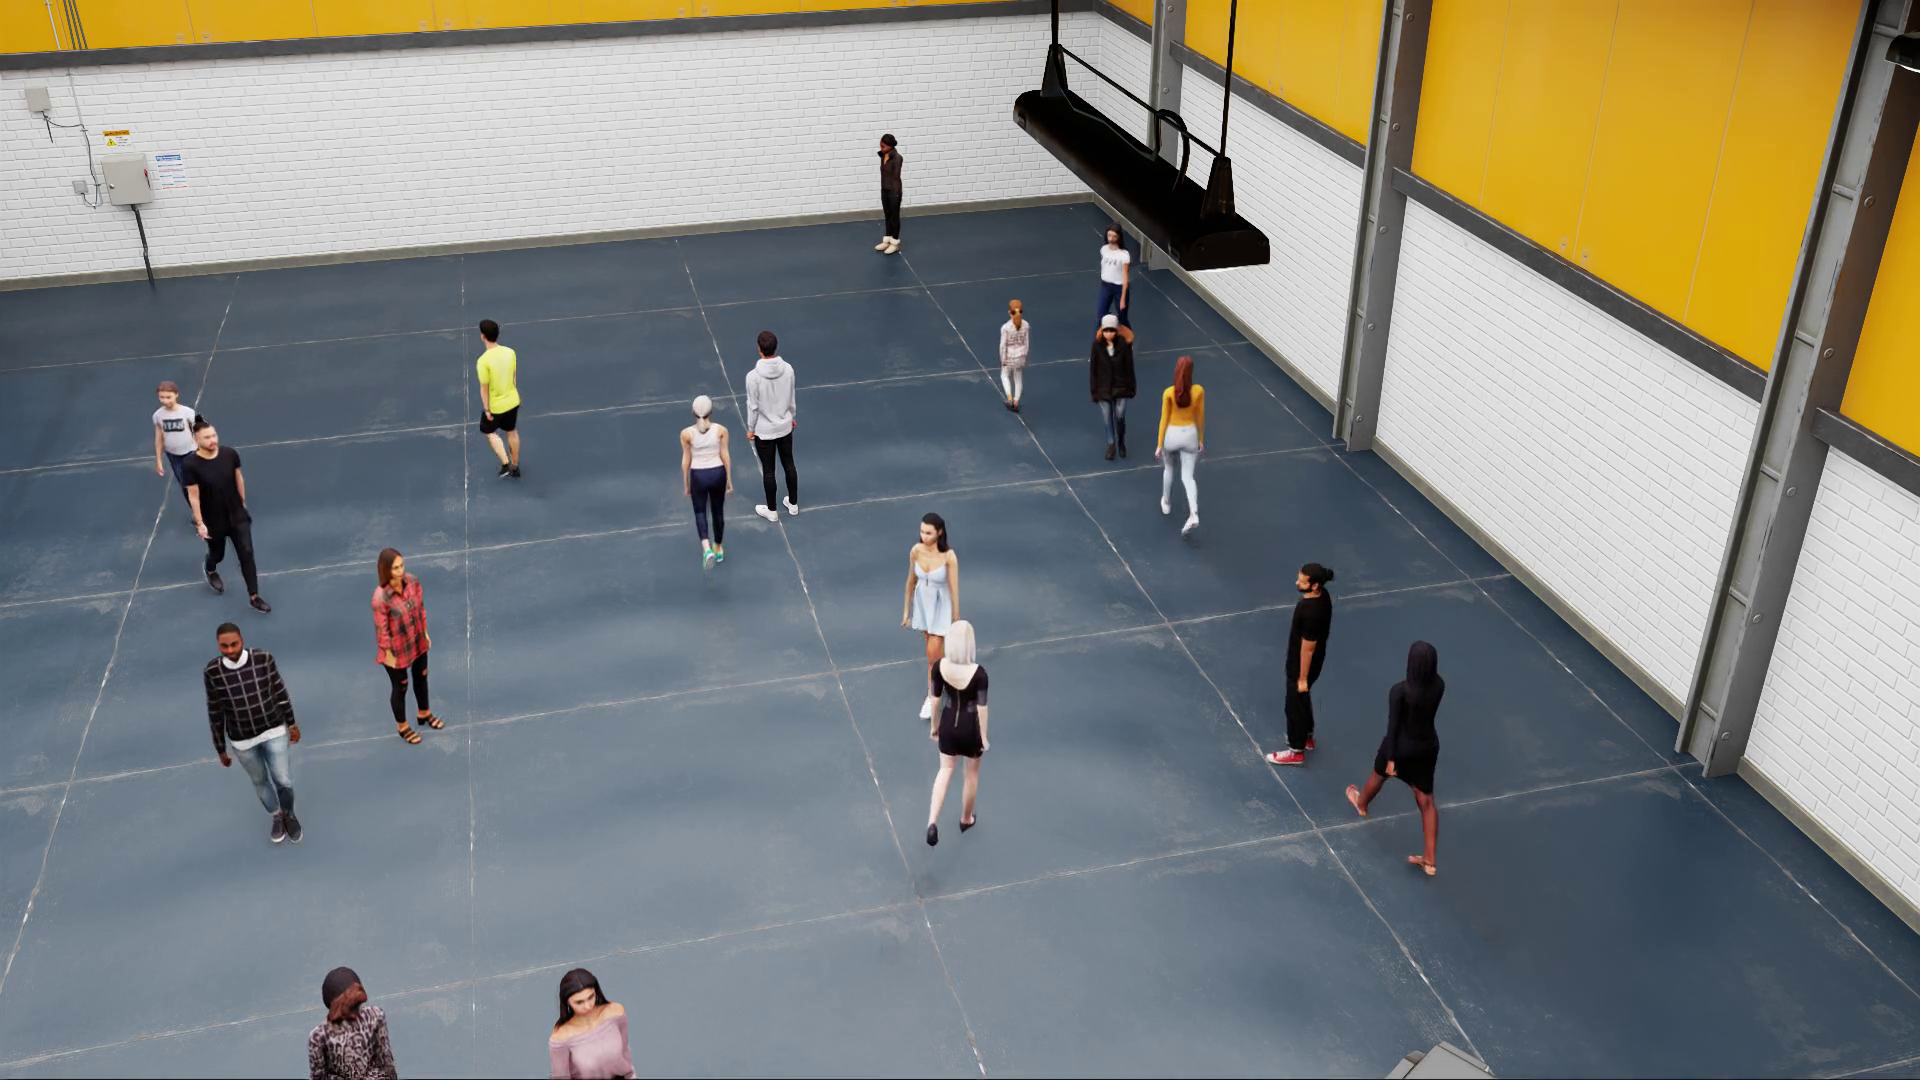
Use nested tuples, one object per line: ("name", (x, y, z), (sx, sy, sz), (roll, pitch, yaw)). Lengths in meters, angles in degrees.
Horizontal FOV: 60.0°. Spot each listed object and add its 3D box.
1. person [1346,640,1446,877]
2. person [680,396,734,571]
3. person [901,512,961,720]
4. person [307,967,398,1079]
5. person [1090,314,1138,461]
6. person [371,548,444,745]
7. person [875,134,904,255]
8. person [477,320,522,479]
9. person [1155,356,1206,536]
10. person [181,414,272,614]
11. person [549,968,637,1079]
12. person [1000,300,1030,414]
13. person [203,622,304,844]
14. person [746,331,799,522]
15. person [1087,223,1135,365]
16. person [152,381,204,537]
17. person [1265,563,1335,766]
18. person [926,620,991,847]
("person", (3.176, 1.530, 11.560), (0.693, 1.664, 1.252), (-11, 31, -19))
("person", (-2.297, -0.483, 15.229), (0.610, 1.685, 0.901), (-6, 29, -11))
("person", (-0.168, 0.520, 13.361), (0.879, 1.712, 0.951), (13, 31, 23))
("person", (-3.144, 3.017, 8.801), (0.834, 1.696, 1.026), (-22, 36, -35))
("person", (1.604, -1.636, 17.412), (0.749, 1.618, 0.772), (4, 29, 7))
("person", (-4.307, 0.799, 12.865), (0.773, 1.697, 0.710), (15, 32, 25))
("person", (-0.952, -4.881, 23.319), (0.741, 1.659, 0.678), (0, 29, 1))
("person", (-4.616, -1.399, 16.898), (0.833, 1.694, 0.781), (24, 36, 36))
("person", (2.147, -0.877, 15.919), (0.767, 1.716, 1.202), (-4, 29, -7))
("person", (-6.548, -0.250, 14.646), (1.039, 1.834, 1.240), (-25, 37, -38))
("person", (-1.928, 2.966, 8.774), (0.682, 1.811, 0.662), (-21, 35, -33))
("person", (0.631, -2.022, 18.452), (0.544, 1.299, 0.538), (-10, 30, -17))
("person", (-4.990, 1.314, 11.805), (0.719, 1.810, 0.651), (-9, 30, -16))
("person", (-1.807, -1.111, 16.125), (0.756, 1.929, 0.707), (-18, 34, -30))
("person", (1.881, -2.936, 19.673), (1.139, 1.736, 1.102), (25, 37, 37))
("person", (-7.497, -0.859, 16.074), (0.627, 1.536, 0.796), (-2, 29, -3))
("person", (2.637, 0.912, 12.599), (0.860, 1.754, 0.742), (12, 31, 21))
("person", (-0.029, 1.405, 11.631), (0.898, 1.816, 1.014), (11, 30, 19))
